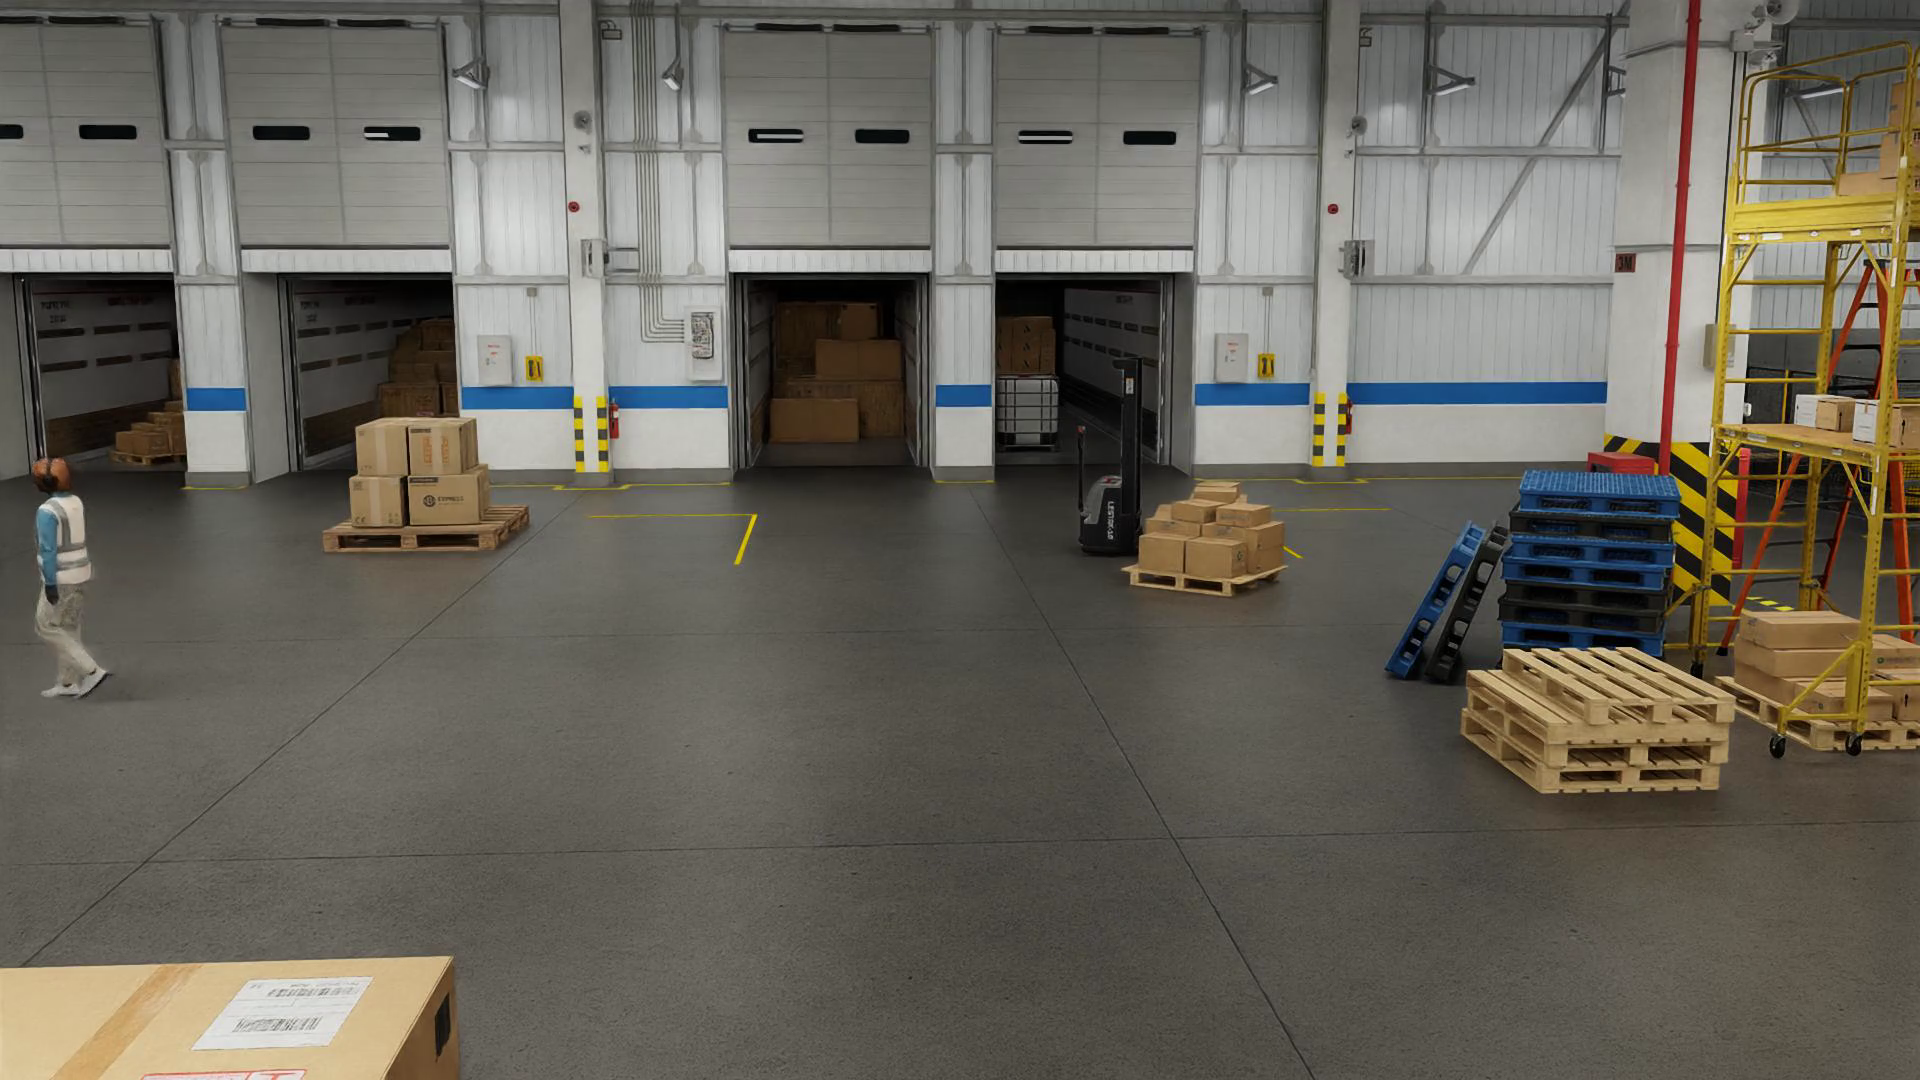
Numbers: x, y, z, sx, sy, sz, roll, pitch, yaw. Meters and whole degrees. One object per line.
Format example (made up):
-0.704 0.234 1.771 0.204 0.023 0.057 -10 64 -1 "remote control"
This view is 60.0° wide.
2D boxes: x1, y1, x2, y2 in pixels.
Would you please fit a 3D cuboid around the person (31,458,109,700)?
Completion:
-5.937 0.265 11.012 0.456 1.629 0.545 -1 9 -3 "person"

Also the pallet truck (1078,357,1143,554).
2.088 -0.836 16.757 1.885 1.965 0.823 2 9 13 "pallet truck"
